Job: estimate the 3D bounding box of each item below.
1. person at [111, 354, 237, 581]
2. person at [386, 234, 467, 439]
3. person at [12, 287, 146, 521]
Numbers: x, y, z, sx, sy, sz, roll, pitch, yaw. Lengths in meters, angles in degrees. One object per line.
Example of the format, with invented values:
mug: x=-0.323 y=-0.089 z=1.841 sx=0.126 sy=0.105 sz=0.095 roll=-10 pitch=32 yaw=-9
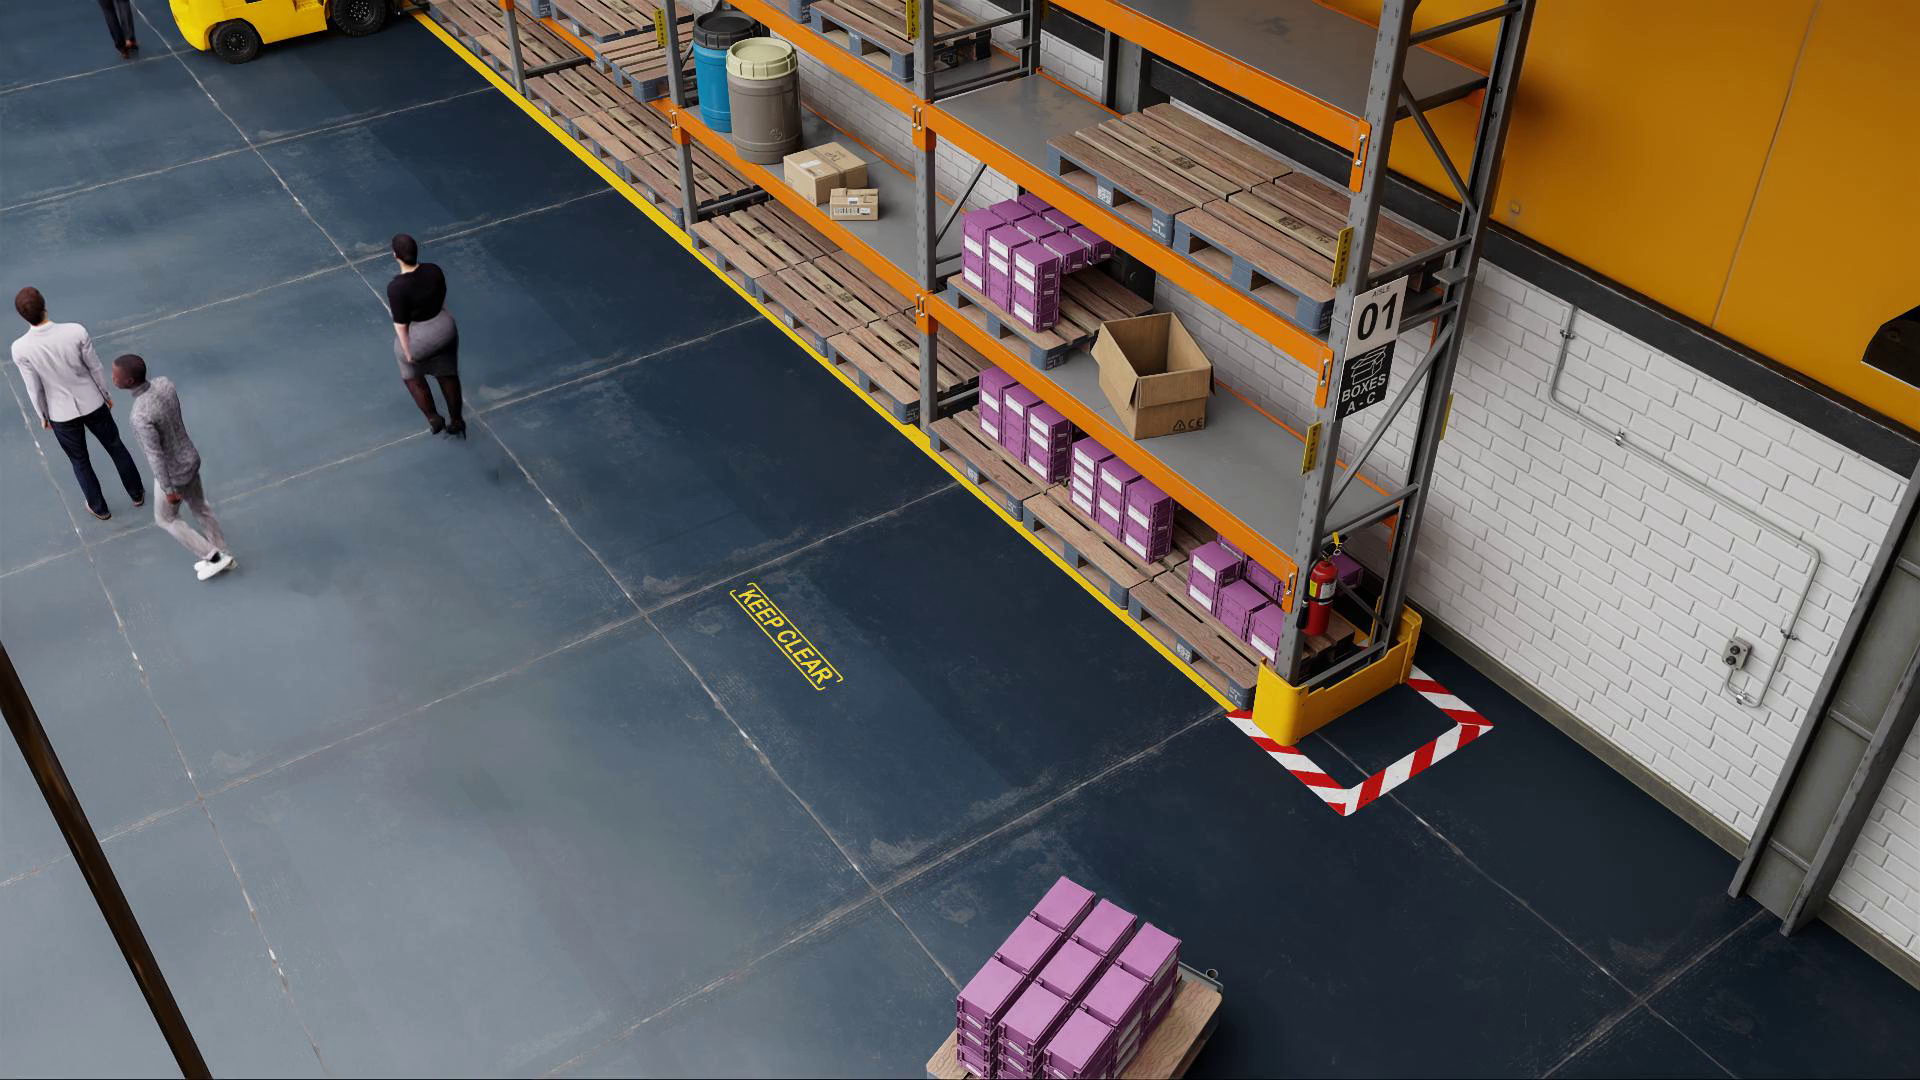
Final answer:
person: x=-5.243 y=-0.481 z=11.317 sx=0.891 sy=1.821 sz=0.803 roll=2 pitch=39 yaw=2
person: x=-3.988 y=-1.487 z=12.639 sx=0.695 sy=1.742 sz=0.667 roll=-32 pitch=48 yaw=-33
person: x=-6.335 y=-0.968 z=11.903 sx=0.675 sy=1.850 sz=0.581 roll=-26 pitch=46 yaw=-29
